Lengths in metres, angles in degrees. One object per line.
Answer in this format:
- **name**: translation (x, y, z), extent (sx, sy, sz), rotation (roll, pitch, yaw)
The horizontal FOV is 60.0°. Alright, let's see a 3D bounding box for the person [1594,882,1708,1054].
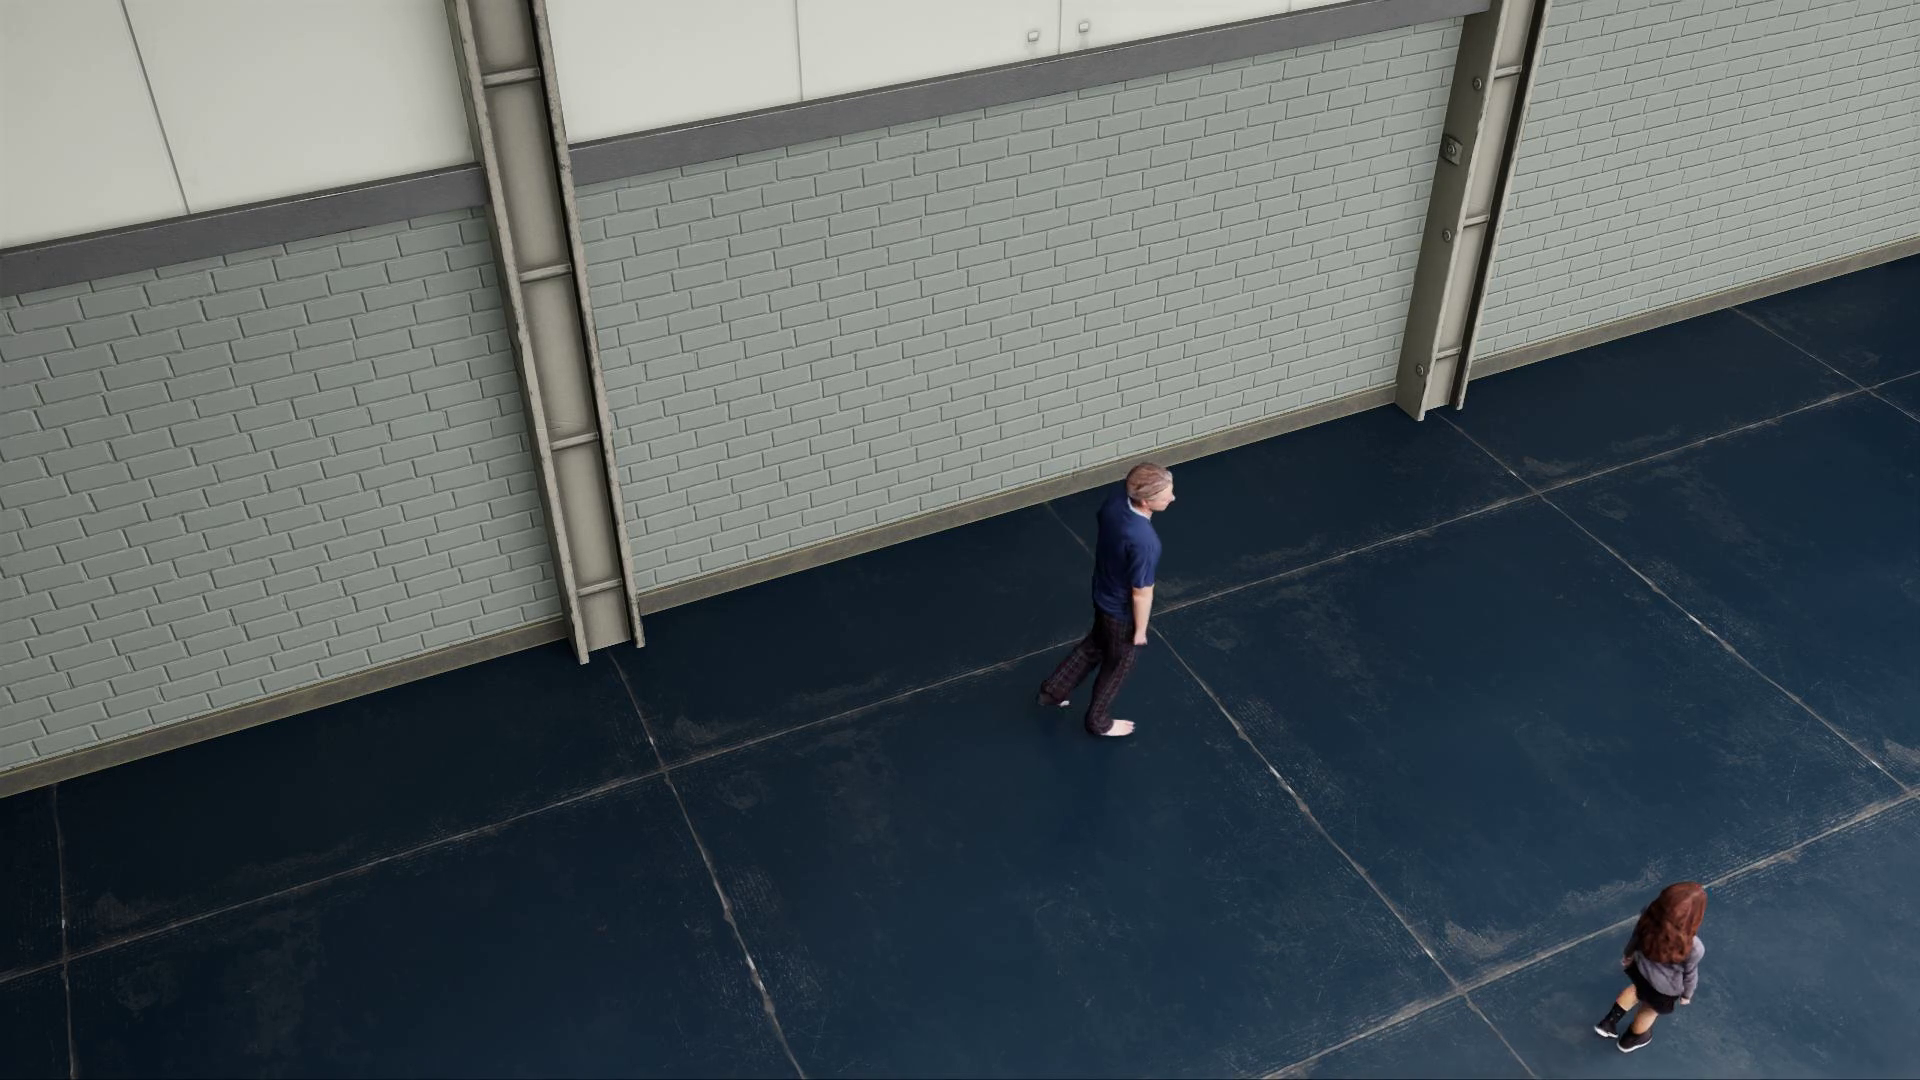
- **person**: translation (3.032, 1.900, 7.303), extent (0.531, 1.099, 0.476), rotation (-15, 41, -19)

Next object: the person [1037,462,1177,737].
- **person**: translation (0.794, 0.333, 8.707), extent (0.864, 1.838, 0.785), rotation (-17, 41, -21)
